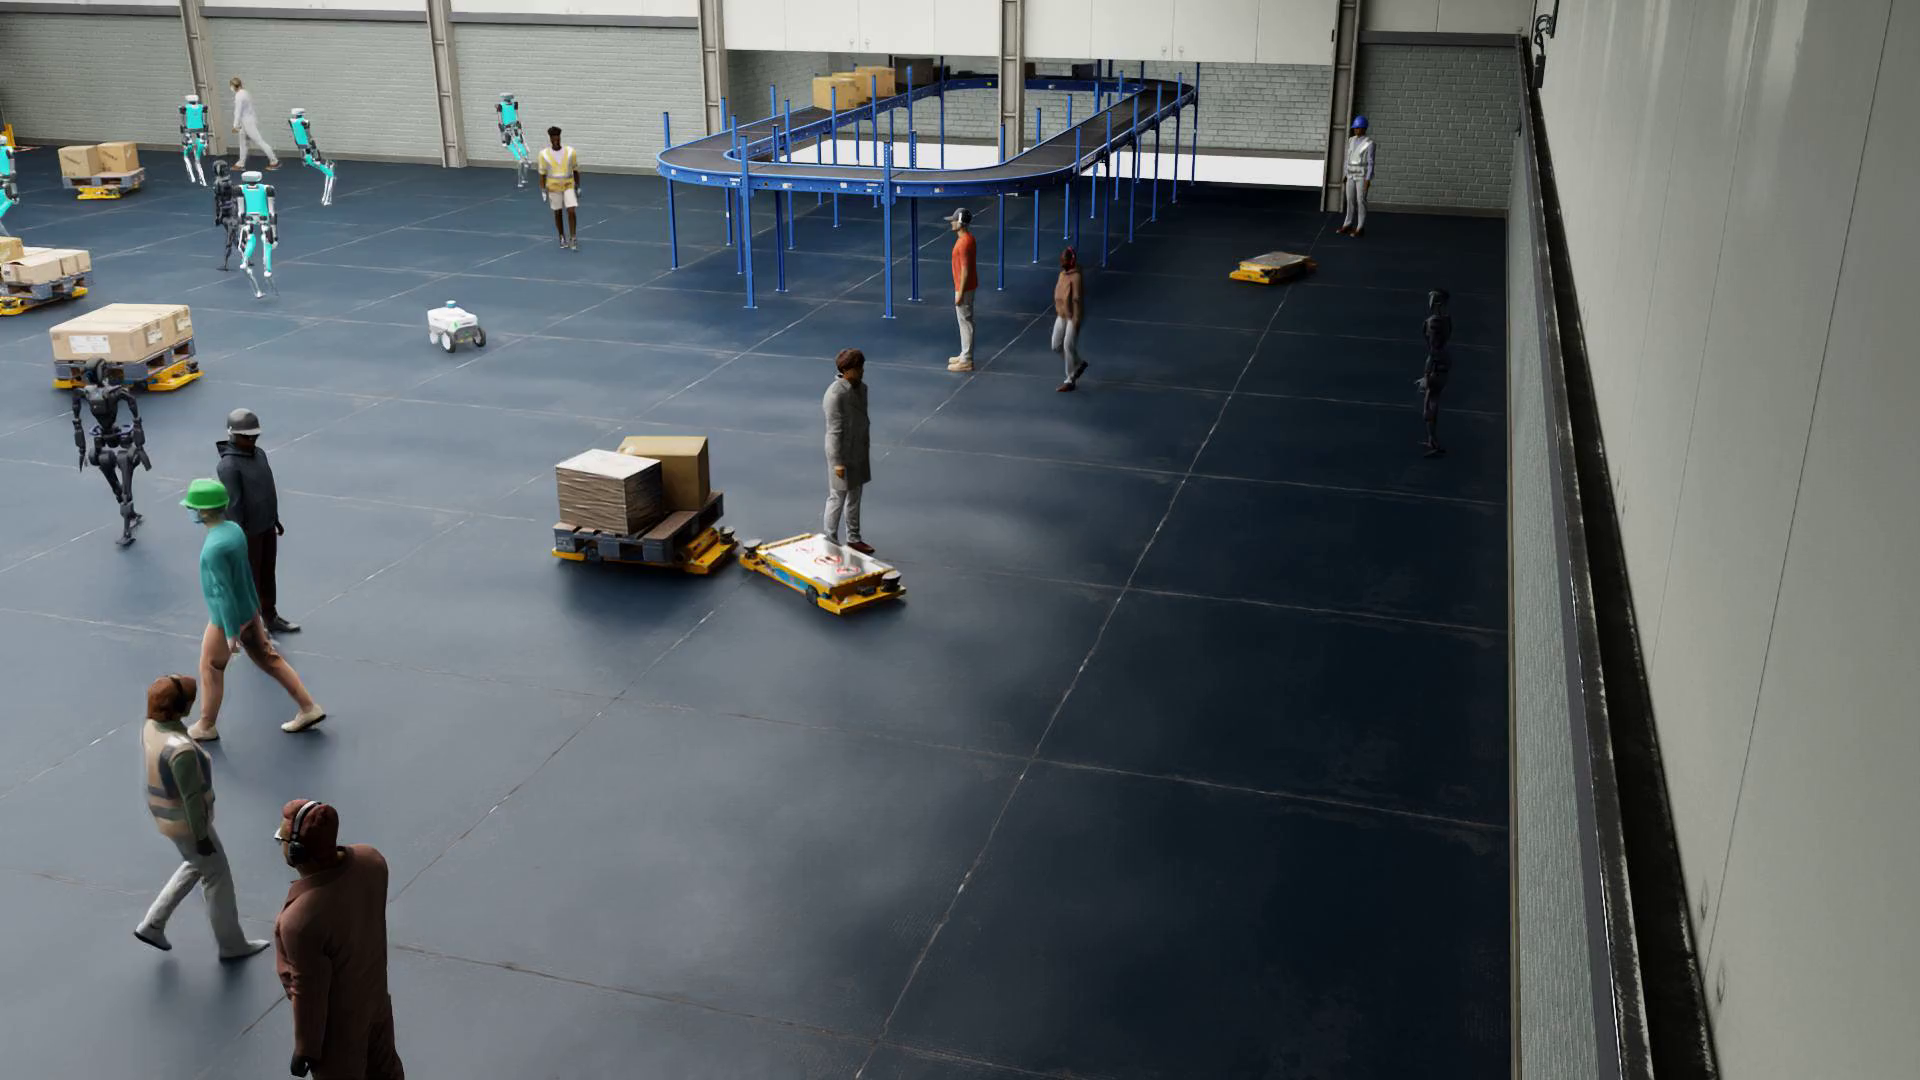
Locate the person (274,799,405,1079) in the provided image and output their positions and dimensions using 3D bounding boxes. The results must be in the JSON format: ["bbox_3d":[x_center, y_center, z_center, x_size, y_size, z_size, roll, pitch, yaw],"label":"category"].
[{"bbox_3d":[-2.589,1.927,6.903,0.409,1.910,0.637,4,21,10],"label":"person"}]

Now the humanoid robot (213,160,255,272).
[{"bbox_3d":[-10.957,-4.831,24.780,0.601,1.630,0.736,15,26,34],"label":"humanoid robot"}]

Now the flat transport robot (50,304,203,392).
[{"bbox_3d":[-9.556,-1.908,19.126,1.431,0.231,0.659,2,21,5],"label":"flat transport robot"}]

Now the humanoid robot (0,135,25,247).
[{"bbox_3d":[-15.249,-5.486,26.333,0.530,1.751,0.701,13,25,30],"label":"humanoid robot"}]

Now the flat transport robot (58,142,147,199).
[{"bbox_3d":[-16.075,-6.621,31.352,0.659,0.231,1.431,-3,21,-8],"label":"flat transport robot"}]

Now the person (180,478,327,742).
[{"bbox_3d":[-4.719,0.457,10.816,0.971,1.829,0.523,-1,21,-2],"label":"person"}]

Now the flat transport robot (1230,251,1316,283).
[{"bbox_3d":[4.650,-4.039,24.652,0.659,0.231,1.431,16,26,36],"label":"flat transport robot"}]

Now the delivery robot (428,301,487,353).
[{"bbox_3d":[-6.302,-2.672,20.692,0.774,0.581,0.499,20,29,41],"label":"delivery robot"}]

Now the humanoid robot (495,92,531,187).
[{"bbox_3d":[-8.539,-7.747,32.272,0.816,1.804,0.539,13,24,30],"label":"humanoid robot"}]

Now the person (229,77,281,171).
[{"bbox_3d":[-14.477,-8.474,33.931,1.021,1.880,0.714,-4,21,-11],"label":"person"}]

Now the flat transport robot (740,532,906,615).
[{"bbox_3d":[-1.133,0.244,13.544,0.659,0.231,1.431,-17,27,-37],"label":"flat transport robot"}]

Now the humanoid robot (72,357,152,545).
[{"bbox_3d":[-7.320,-0.801,14.361,0.611,1.621,0.783,-2,21,-4],"label":"humanoid robot"}]

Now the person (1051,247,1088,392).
[{"bbox_3d":[1.264,-2.491,18.735,0.433,1.639,0.470,-12,24,-28],"label":"person"}]

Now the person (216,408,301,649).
[{"bbox_3d":[-5.212,-0.104,12.302,0.367,1.810,0.538,4,21,10],"label":"person"}]

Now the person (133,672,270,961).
[{"bbox_3d":[-3.991,1.448,8.530,0.513,1.624,0.530,-19,28,-40],"label":"person"}]

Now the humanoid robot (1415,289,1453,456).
[{"bbox_3d":[4.764,-1.686,16.588,0.367,1.647,0.603,10,23,23],"label":"humanoid robot"}]

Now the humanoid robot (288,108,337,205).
[{"bbox_3d":[-11.646,-6.951,30.185,0.548,1.781,0.823,16,26,35],"label":"humanoid robot"}]

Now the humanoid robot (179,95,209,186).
[{"bbox_3d":[-14.846,-7.700,32.150,0.788,1.804,0.554,19,28,40],"label":"humanoid robot"}]

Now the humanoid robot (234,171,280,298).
[{"bbox_3d":[-9.668,-4.099,22.805,0.531,1.796,0.806,-1,21,-3],"label":"humanoid robot"}]

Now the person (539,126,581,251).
[{"bbox_3d":[-6.277,-5.518,26.176,0.629,1.928,0.865,-7,22,-17],"label":"person"}]

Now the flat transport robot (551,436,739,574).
[{"bbox_3d":[-2.671,0.030,14.101,1.431,0.231,0.659,6,22,15],"label":"flat transport robot"}]

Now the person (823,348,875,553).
[{"bbox_3d":[-0.921,-0.705,13.861,0.370,1.823,0.499,14,25,32],"label":"person"}]

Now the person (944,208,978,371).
[{"bbox_3d":[0.013,-2.938,19.520,0.393,1.912,0.475,2,21,5],"label":"person"}]

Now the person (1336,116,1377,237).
[{"bbox_3d":[6.542,-5.981,27.358,0.392,1.949,0.602,-12,24,-28],"label":"person"}]

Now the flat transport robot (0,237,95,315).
[{"bbox_3d":[-12.743,-3.343,22.849,0.659,0.231,1.431,5,22,13],"label":"flat transport robot"}]
